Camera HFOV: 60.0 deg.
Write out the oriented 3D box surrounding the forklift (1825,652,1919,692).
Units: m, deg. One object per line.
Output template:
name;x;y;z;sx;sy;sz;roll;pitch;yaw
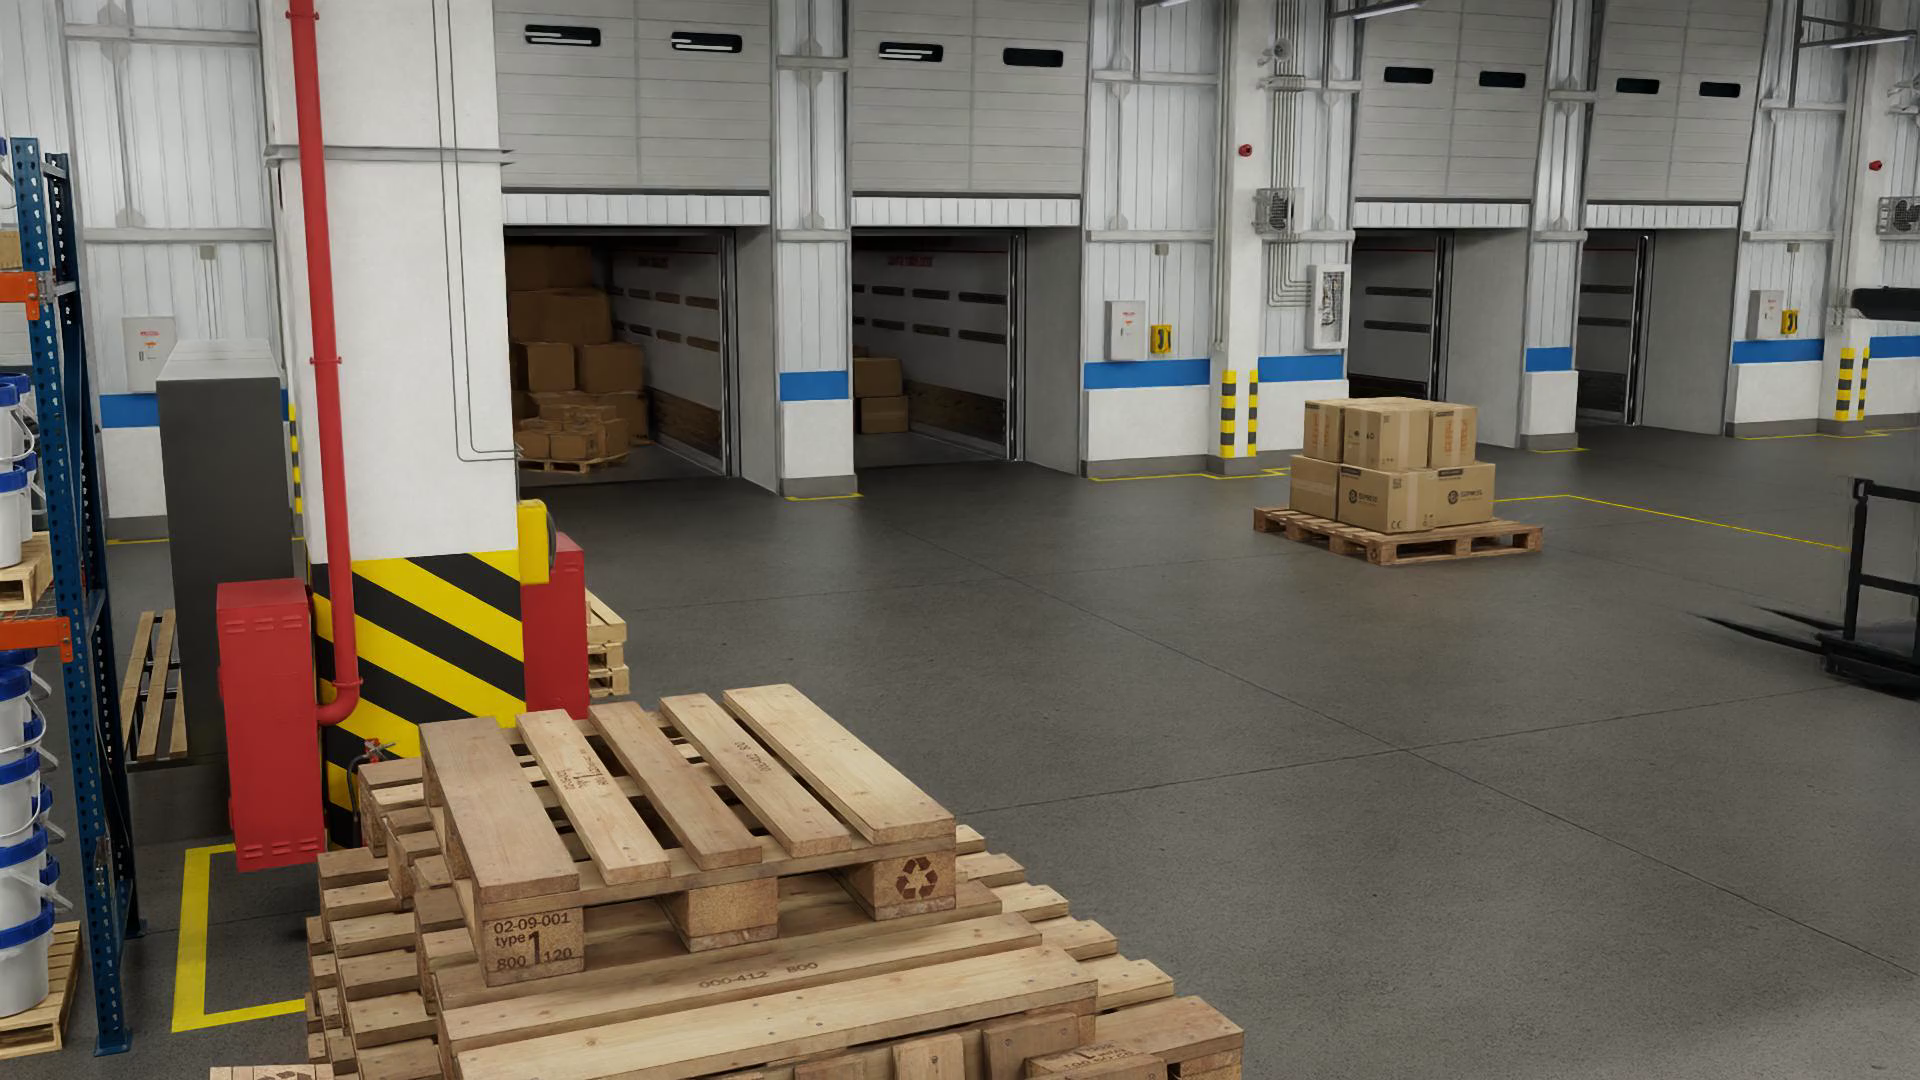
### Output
forklift;6.271;-0.417;9.482;1.129;2.768;1.873;-4;11;-23
